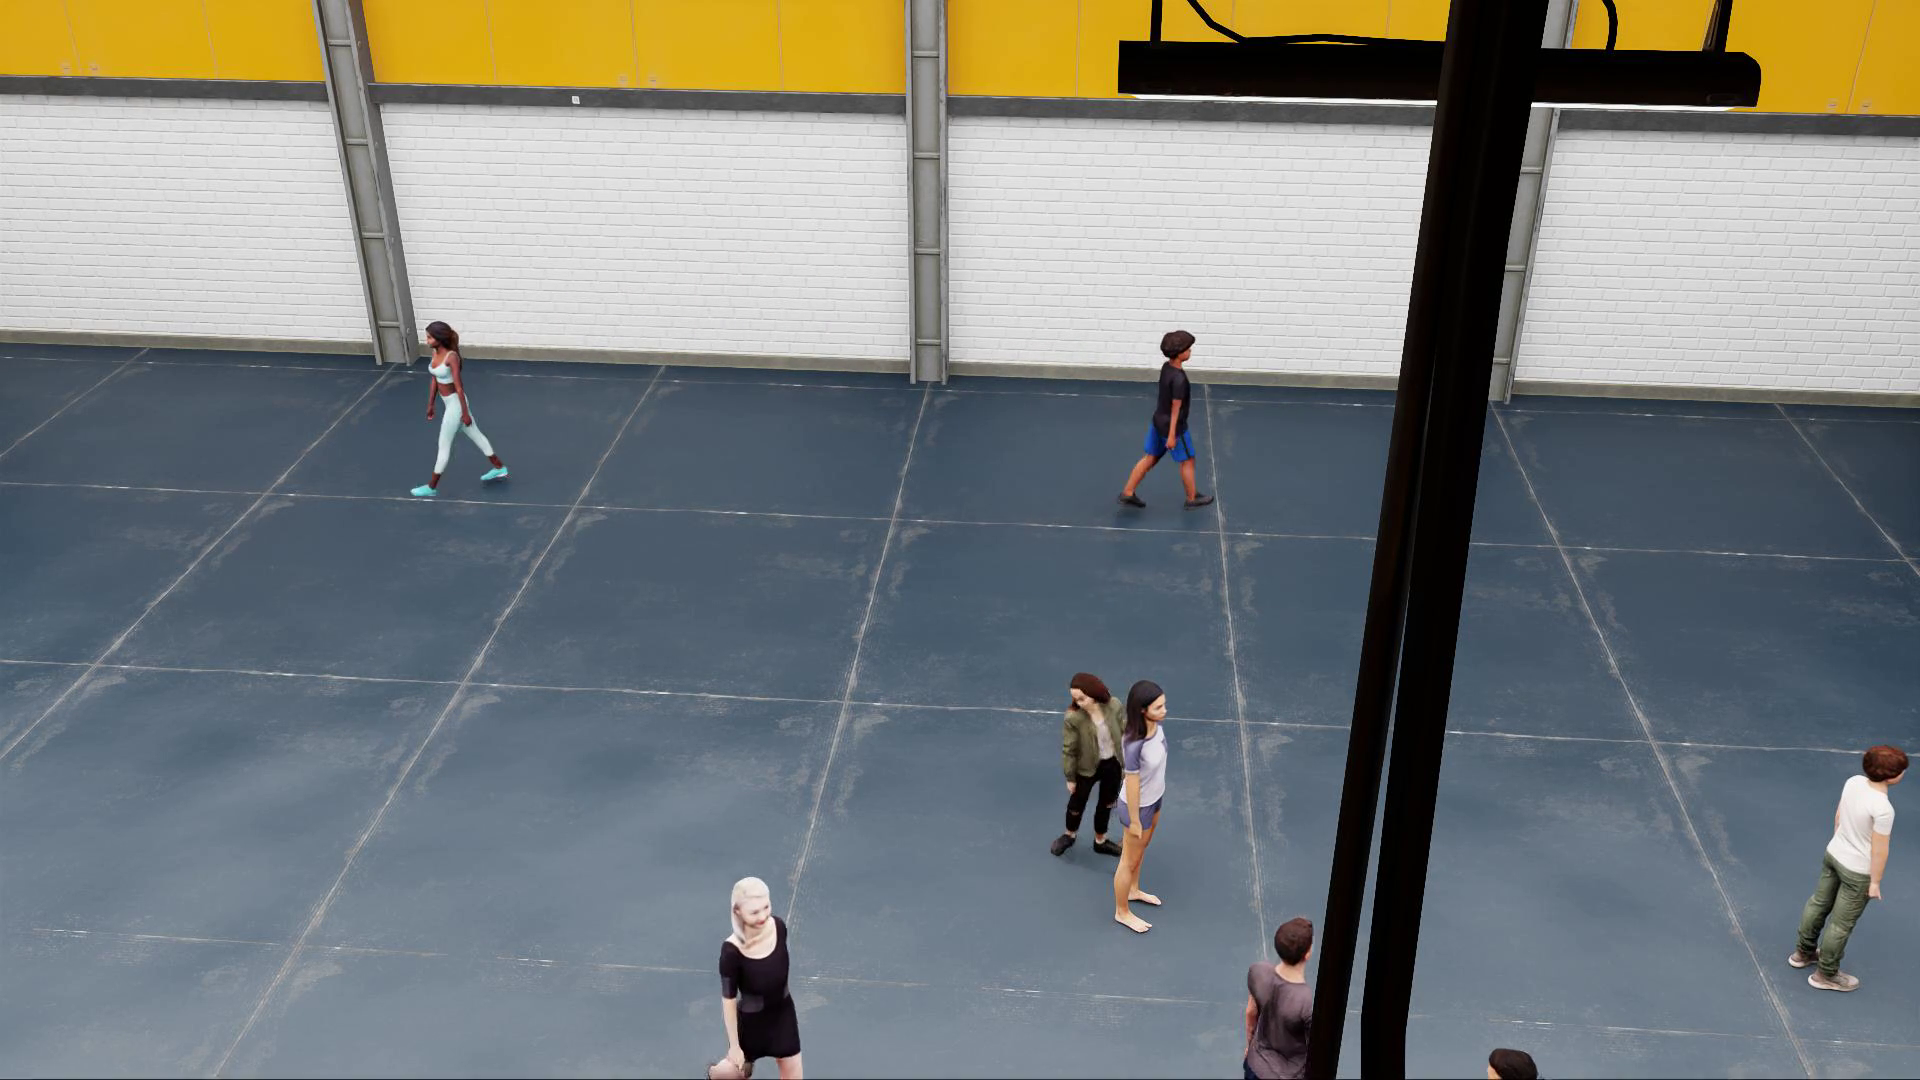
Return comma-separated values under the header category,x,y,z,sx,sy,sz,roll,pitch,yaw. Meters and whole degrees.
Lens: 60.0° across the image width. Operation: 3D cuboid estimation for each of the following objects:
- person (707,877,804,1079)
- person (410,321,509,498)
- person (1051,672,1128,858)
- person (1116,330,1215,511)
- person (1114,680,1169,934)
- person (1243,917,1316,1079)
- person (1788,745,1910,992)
category,x,y,z,sx,sy,sz,roll,pitch,yaw
person,-1.083,2.463,8.586,1.085,1.796,1.186,-24,37,-37
person,-4.622,-1.228,15.482,1.204,1.672,1.096,-19,34,-31
person,0.918,1.451,10.797,0.625,1.455,0.784,-19,34,-30
person,1.810,-1.030,15.025,1.236,1.762,0.894,-6,29,-12
person,1.111,1.605,10.224,0.611,1.734,0.641,11,31,20
person,1.523,2.665,8.168,0.946,1.841,0.885,-21,35,-33
person,5.227,1.904,9.759,0.596,1.654,0.620,-3,29,-6
